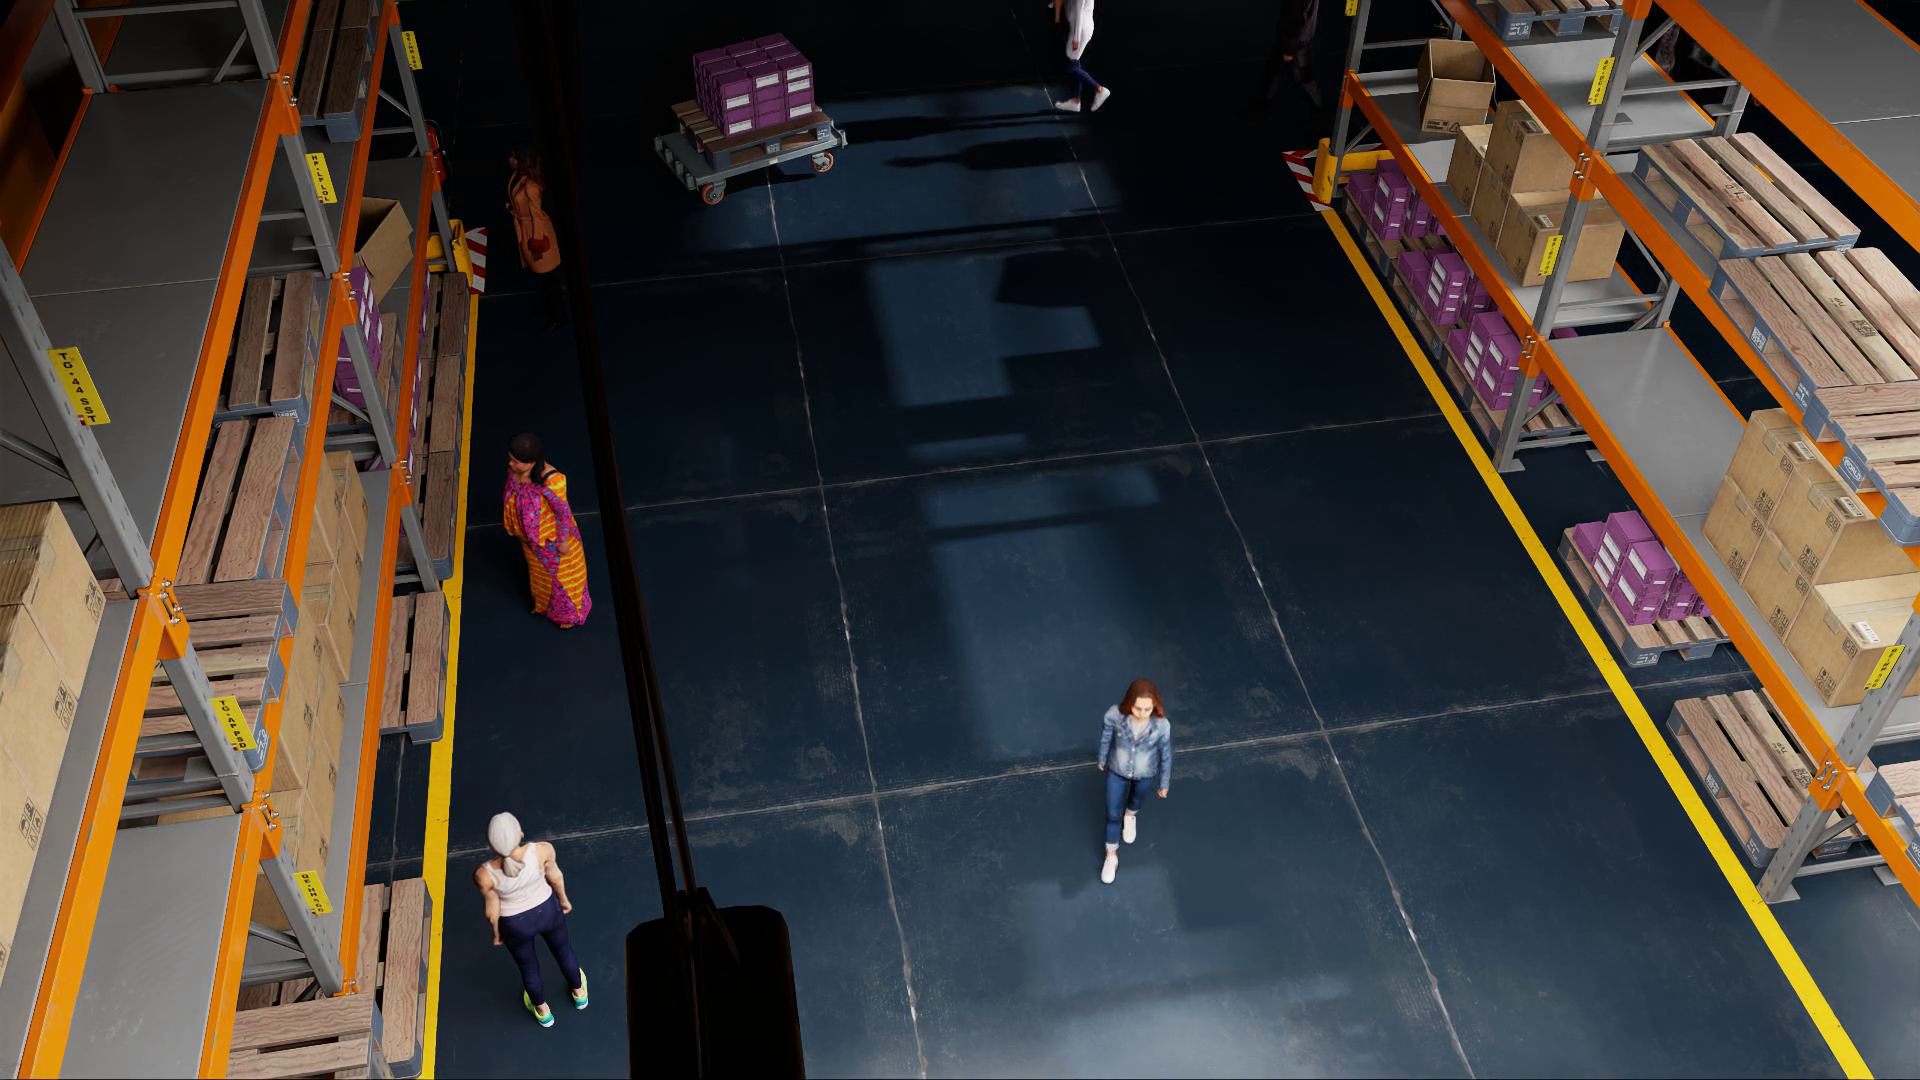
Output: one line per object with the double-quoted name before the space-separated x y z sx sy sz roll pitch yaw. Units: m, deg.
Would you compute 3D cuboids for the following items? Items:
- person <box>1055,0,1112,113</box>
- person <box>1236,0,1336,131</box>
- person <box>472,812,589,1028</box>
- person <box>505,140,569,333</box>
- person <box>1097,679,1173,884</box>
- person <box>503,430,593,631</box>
"person" 1.249 -4.975 16.280 0.813 1.764 0.814 5 44 5
"person" 3.327 -4.801 15.997 1.037 1.901 1.243 6 44 6
"person" -2.310 2.044 8.957 0.672 1.702 0.646 -22 48 -22
"person" -3.497 -2.512 13.730 0.803 1.714 0.634 -19 47 -19
"person" 1.040 1.307 9.904 0.750 1.462 0.916 7 44 7
"person" -2.817 -0.102 11.218 0.780 1.690 0.840 26 49 25
